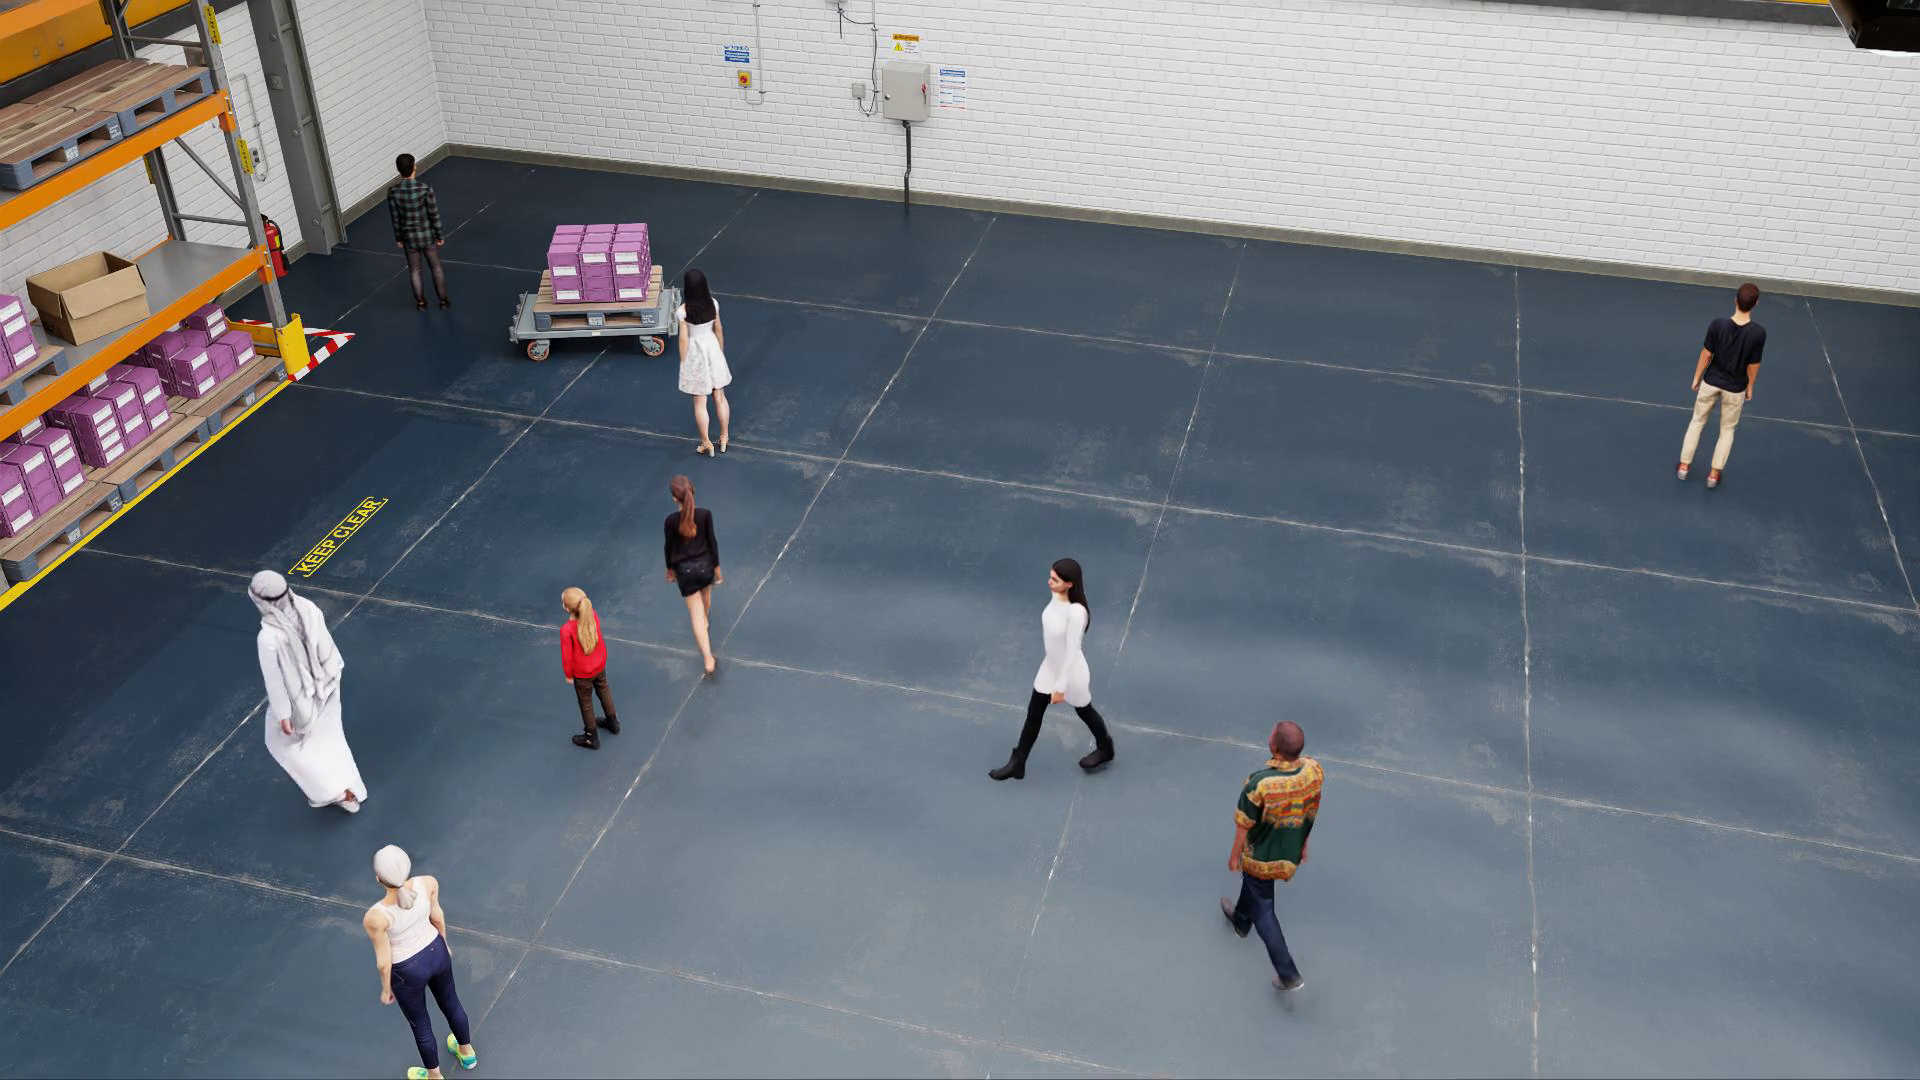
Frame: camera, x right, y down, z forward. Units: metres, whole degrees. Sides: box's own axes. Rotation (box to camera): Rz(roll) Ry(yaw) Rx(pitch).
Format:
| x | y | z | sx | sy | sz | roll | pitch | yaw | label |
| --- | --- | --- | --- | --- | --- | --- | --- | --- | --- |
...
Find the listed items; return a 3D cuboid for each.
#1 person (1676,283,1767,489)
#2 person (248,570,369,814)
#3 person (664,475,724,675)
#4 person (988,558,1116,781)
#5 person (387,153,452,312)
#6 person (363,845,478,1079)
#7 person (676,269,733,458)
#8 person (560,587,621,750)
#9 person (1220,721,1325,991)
| x | y | z | sx | sy | sz | roll | pitch | yaw | label |
| --- | --- | --- | --- | --- | --- | --- | --- | --- | --- |
| 6.563 | -1.321 | 14.274 | 0.688 | 1.852 | 0.623 | 17 | 37 | 24 | person |
| -4.130 | 1.032 | 10.680 | 0.849 | 1.912 | 0.780 | 15 | 36 | 21 | person |
| -1.940 | 0.268 | 12.190 | 0.938 | 1.514 | 1.137 | -9 | 35 | -13 | person |
| 0.792 | 0.886 | 11.039 | 1.109 | 1.758 | 1.166 | -11 | 35 | -16 | person |
| -5.622 | -3.177 | 17.274 | 0.731 | 1.710 | 0.686 | -7 | 34 | -10 | person |
| -2.907 | 2.305 | 8.954 | 0.727 | 1.702 | 0.591 | 23 | 40 | 30 | person |
| -2.276 | -1.568 | 14.718 | 0.770 | 1.773 | 0.835 | -19 | 38 | -27 | person |
| -2.577 | 0.868 | 11.498 | 0.605 | 1.280 | 0.503 | 21 | 39 | 28 | person |
| 1.827 | 1.834 | 9.595 | 1.125 | 1.778 | 1.226 | -15 | 36 | -21 | person |
